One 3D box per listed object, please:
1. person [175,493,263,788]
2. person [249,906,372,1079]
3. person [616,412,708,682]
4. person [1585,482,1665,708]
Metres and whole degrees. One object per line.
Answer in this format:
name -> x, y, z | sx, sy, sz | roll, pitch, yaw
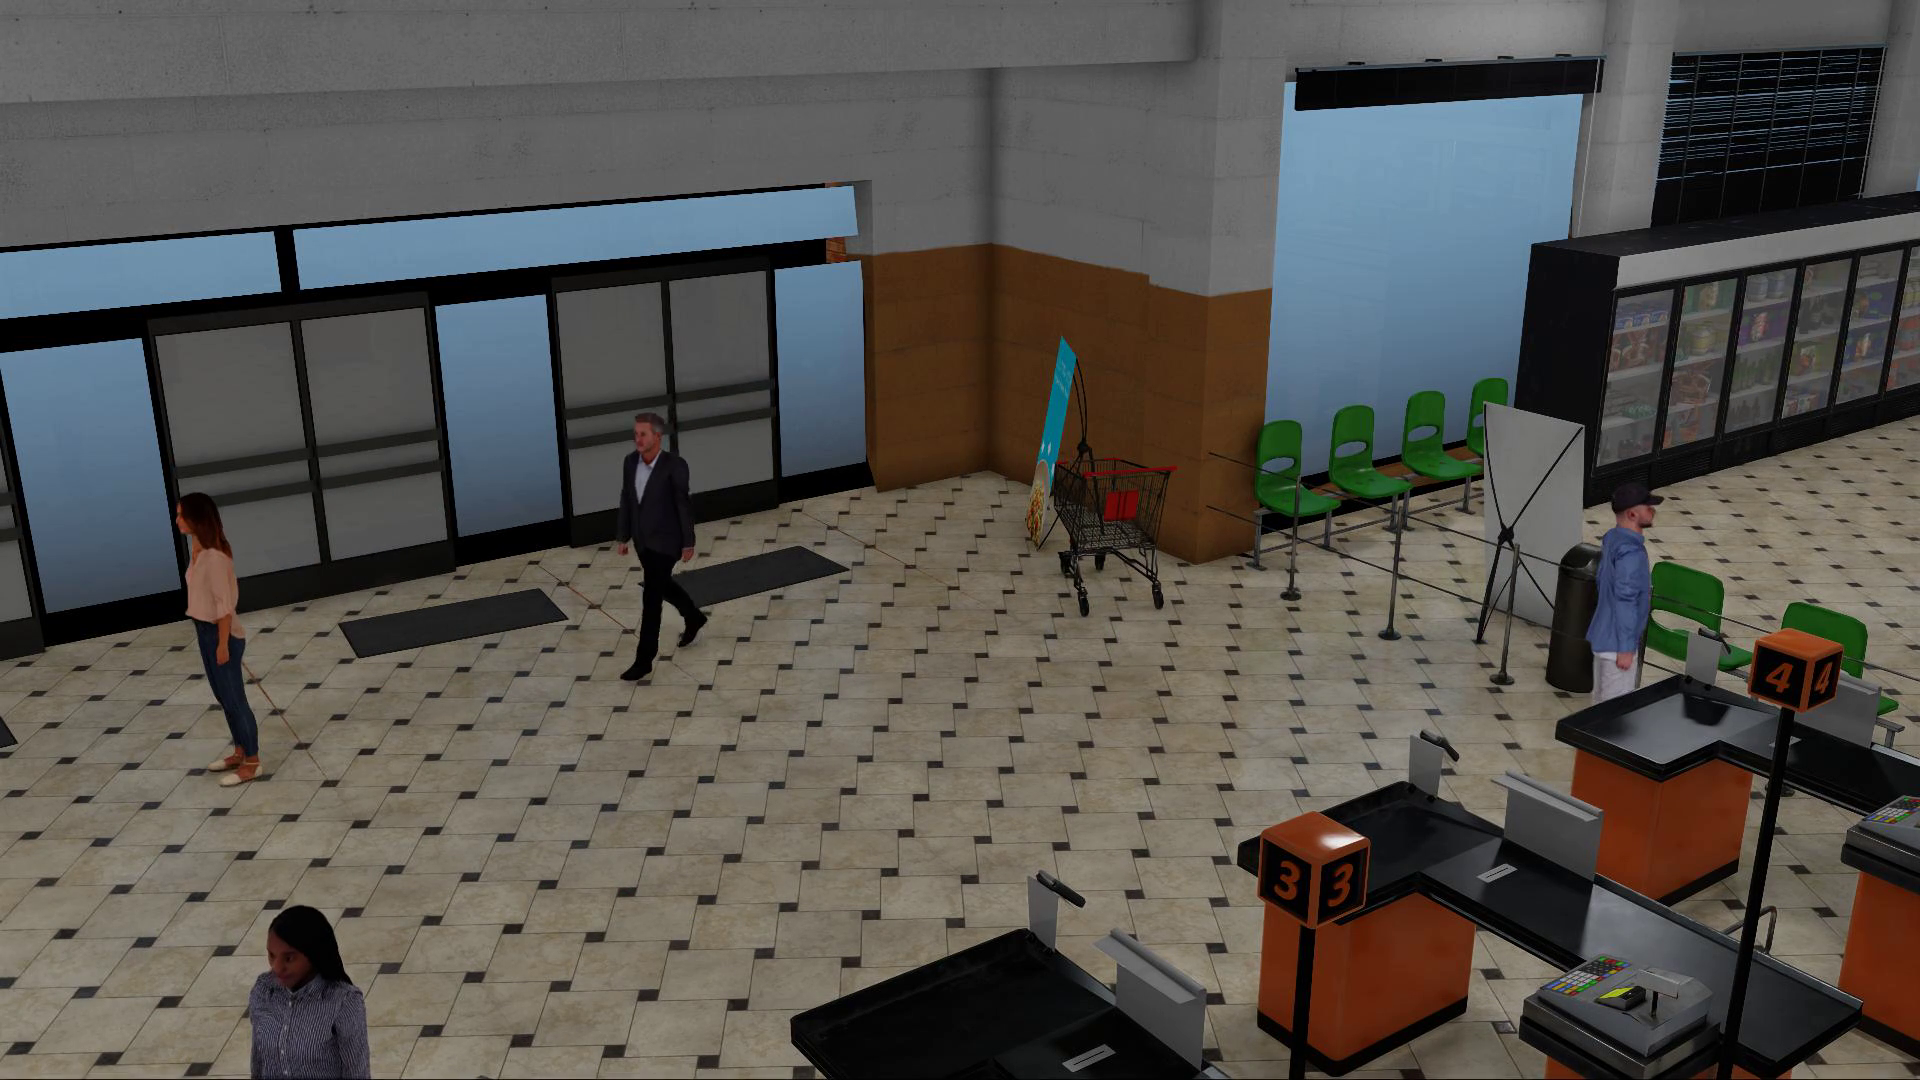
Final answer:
person -> -4.364, 0.574, 9.834 | 0.649, 1.792, 0.456 | -14, 23, -35
person -> -2.178, 2.014, 5.669 | 0.654, 1.725, 0.733 | 5, 19, 15
person -> -2.052, -0.001, 11.535 | 1.274, 1.796, 1.122 | 11, 22, 31
person -> 3.815, 0.574, 9.685 | 0.804, 1.887, 0.742 | 3, 19, 9
